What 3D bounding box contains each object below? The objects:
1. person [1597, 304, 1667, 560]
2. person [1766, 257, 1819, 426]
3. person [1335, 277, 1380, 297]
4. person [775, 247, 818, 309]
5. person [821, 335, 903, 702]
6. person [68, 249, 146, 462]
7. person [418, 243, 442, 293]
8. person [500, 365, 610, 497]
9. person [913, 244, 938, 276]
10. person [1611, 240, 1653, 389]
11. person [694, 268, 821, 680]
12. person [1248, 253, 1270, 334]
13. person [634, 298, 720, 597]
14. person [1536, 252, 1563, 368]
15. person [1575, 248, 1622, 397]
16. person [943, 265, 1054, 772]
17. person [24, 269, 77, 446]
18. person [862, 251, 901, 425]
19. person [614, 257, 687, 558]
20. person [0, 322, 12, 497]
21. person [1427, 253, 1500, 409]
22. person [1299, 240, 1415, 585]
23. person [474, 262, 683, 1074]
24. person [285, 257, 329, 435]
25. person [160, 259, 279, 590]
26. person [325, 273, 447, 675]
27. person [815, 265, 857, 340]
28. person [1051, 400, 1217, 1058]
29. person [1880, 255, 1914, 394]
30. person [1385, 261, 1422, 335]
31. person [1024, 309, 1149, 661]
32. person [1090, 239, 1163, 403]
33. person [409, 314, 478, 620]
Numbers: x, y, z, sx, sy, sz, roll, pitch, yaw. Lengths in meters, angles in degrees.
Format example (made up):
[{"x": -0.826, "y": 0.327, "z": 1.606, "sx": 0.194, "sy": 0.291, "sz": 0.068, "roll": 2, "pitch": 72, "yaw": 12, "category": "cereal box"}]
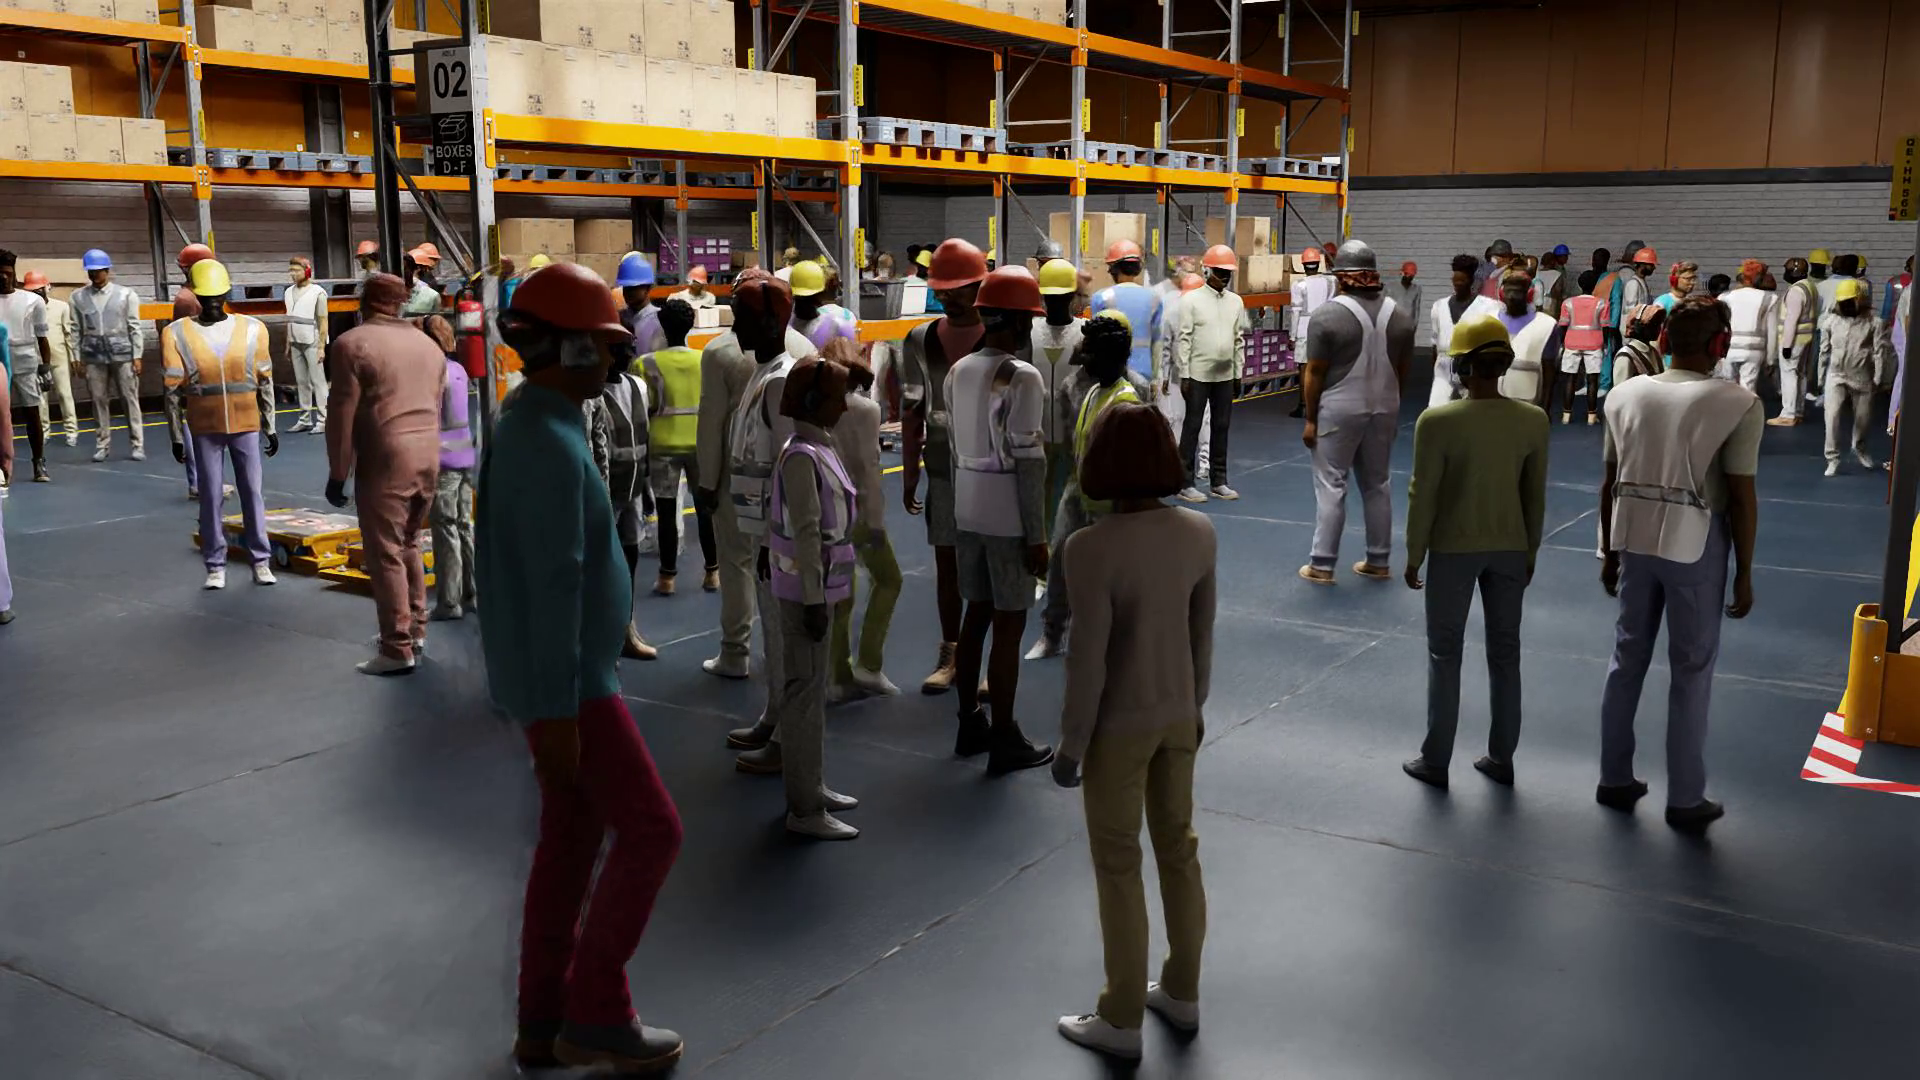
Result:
[{"x": 4.241, "y": -0.667, "z": 10.469, "sx": 0.315, "sy": 1.629, "sz": 0.509, "roll": 10, "pitch": 14, "yaw": 44, "category": "person"}, {"x": 9.112, "y": -2.162, "z": 18.197, "sx": 0.429, "sy": 1.837, "sz": 0.630, "roll": 9, "pitch": 14, "yaw": 41, "category": "person"}, {"x": 5.326, "y": -2.963, "z": 22.392, "sx": 0.641, "sy": 1.924, "sz": 0.748, "roll": 8, "pitch": 13, "yaw": 36, "category": "person"}, {"x": -2.102, "y": -2.714, "z": 20.951, "sx": 0.632, "sy": 1.938, "sz": 0.359, "roll": -1, "pitch": 10, "yaw": -8, "category": "person"}, {"x": -0.471, "y": -0.093, "z": 7.322, "sx": 0.412, "sy": 1.602, "sz": 0.565, "roll": -10, "pitch": 14, "yaw": -42, "category": "person"}, {"x": -7.789, "y": -1.674, "z": 15.194, "sx": 0.611, "sy": 1.941, "sz": 0.418, "roll": -3, "pitch": 11, "yaw": -14, "category": "person"}, {"x": -6.467, "y": -2.604, "z": 20.230, "sx": 0.414, "sy": 1.987, "sz": 0.621, "roll": 1, "pitch": 10, "yaw": 4, "category": "person"}, {"x": -1.696, "y": -0.112, "z": 7.104, "sx": 0.483, "sy": 1.737, "sz": 0.321, "roll": -9, "pitch": 14, "yaw": -41, "category": "person"}, {"x": -0.438, "y": -3.603, "z": 25.797, "sx": 0.613, "sy": 1.965, "sz": 0.361, "roll": 5, "pitch": 11, "yaw": 24, "category": "person"}, {"x": 8.789, "y": -2.915, "z": 21.783, "sx": 0.544, "sy": 2.000, "sz": 0.698, "roll": 2, "pitch": 10, "yaw": 13, "category": "person"}, {"x": -0.943, "y": -0.303, "z": 7.735, "sx": 0.653, "sy": 1.894, "sz": 0.401, "roll": -9, "pitch": 13, "yaw": -40, "category": "person"}, {"x": 4.802, "y": -3.784, "z": 26.850, "sx": 0.380, "sy": 1.951, "sz": 0.605, "roll": -1, "pitch": 10, "yaw": -3, "category": "person"}, {"x": -1.592, "y": -0.523, "z": 9.484, "sx": 0.540, "sy": 1.695, "sz": 0.317, "roll": -5, "pitch": 11, "yaw": -24, "category": "person"}, {"x": 9.216, "y": -3.621, "z": 26.274, "sx": 0.403, "sy": 1.834, "sz": 0.563, "roll": -9, "pitch": 13, "yaw": -40, "category": "person"}, {"x": 8.286, "y": -2.810, "z": 21.539, "sx": 0.375, "sy": 1.917, "sz": 0.599, "roll": -4, "pitch": 11, "yaw": -22, "category": "person"}, {"x": 0.169, "y": -0.081, "z": 6.401, "sx": 0.386, "sy": 1.929, "sz": 0.543, "roll": -7, "pitch": 12, "yaw": -33, "category": "person"}, {"x": -8.961, "y": -1.774, "z": 16.298, "sx": 0.574, "sy": 1.740, "sz": 0.348, "roll": -3, "pitch": 11, "yaw": -16, "category": "person"}, {"x": -0.815, "y": -2.118, "z": 17.746, "sx": 0.597, "sy": 1.908, "sz": 0.401, "roll": -9, "pitch": 14, "yaw": -42, "category": "person"}, {"x": -1.992, "y": -0.822, "z": 10.559, "sx": 0.618, "sy": 1.923, "sz": 0.499, "roll": 5, "pitch": 11, "yaw": 25, "category": "person"}, {"x": -7.711, "y": -1.178, "z": 12.992, "sx": 0.348, "sy": 1.740, "sz": 0.575, "roll": 6, "pitch": 12, "yaw": 30, "category": "person"}, {"x": 4.098, "y": -1.361, "z": 13.504, "sx": 0.606, "sy": 1.937, "sz": 0.918, "roll": 10, "pitch": 14, "yaw": 43, "category": "person"}, {"x": 2.317, "y": -0.766, "z": 9.876, "sx": 0.688, "sy": 2.000, "sz": 0.543, "roll": -3, "pitch": 11, "yaw": -18, "category": "person"}, {"x": -0.873, "y": 0.328, "z": 4.008, "sx": 0.543, "sy": 1.964, "sz": 0.663, "roll": -4, "pitch": 11, "yaw": -20, "category": "person"}, {"x": -6.828, "y": -2.031, "z": 17.415, "sx": 0.567, "sy": 1.849, "sz": 0.389, "roll": 5, "pitch": 11, "yaw": 26, "category": "person"}, {"x": -4.287, "y": -0.666, "z": 9.677, "sx": 0.591, "sy": 1.915, "sz": 0.391, "roll": -6, "pitch": 12, "yaw": -31, "category": "person"}, {"x": -2.715, "y": -0.327, "z": 7.936, "sx": 0.606, "sy": 1.866, "sz": 0.679, "roll": 5, "pitch": 11, "yaw": 26, "category": "person"}, {"x": -0.930, "y": -0.990, "z": 11.658, "sx": 0.334, "sy": 1.845, "sz": 0.513, "roll": 7, "pitch": 12, "yaw": 33, "category": "person"}, {"x": 0.437, "y": 0.470, "z": 4.155, "sx": 0.507, "sy": 1.631, "sz": 0.266, "roll": -8, "pitch": 13, "yaw": -39, "category": "person"}, {"x": 12.408, "y": -2.804, "z": 21.766, "sx": 0.634, "sy": 1.832, "sz": 0.430, "roll": 4, "pitch": 11, "yaw": 21, "category": "person"}, {"x": 6.323, "y": -3.133, "z": 23.844, "sx": 0.576, "sy": 1.727, "sz": 0.491, "roll": -1, "pitch": 10, "yaw": -7, "category": "person"}, {"x": 0.673, "y": -0.266, "z": 8.039, "sx": 0.501, "sy": 1.701, "sz": 0.599, "roll": 7, "pitch": 12, "yaw": 34, "category": "person"}, {"x": 1.226, "y": -1.242, "z": 12.549, "sx": 0.608, "sy": 2.032, "sz": 0.428, "roll": -4, "pitch": 11, "yaw": -23, "category": "person"}, {"x": -2.759, "y": -0.387, "z": 8.915, "sx": 0.315, "sy": 1.632, "sz": 0.523, "roll": 1, "pitch": 10, "yaw": 5, "category": "person"}]
